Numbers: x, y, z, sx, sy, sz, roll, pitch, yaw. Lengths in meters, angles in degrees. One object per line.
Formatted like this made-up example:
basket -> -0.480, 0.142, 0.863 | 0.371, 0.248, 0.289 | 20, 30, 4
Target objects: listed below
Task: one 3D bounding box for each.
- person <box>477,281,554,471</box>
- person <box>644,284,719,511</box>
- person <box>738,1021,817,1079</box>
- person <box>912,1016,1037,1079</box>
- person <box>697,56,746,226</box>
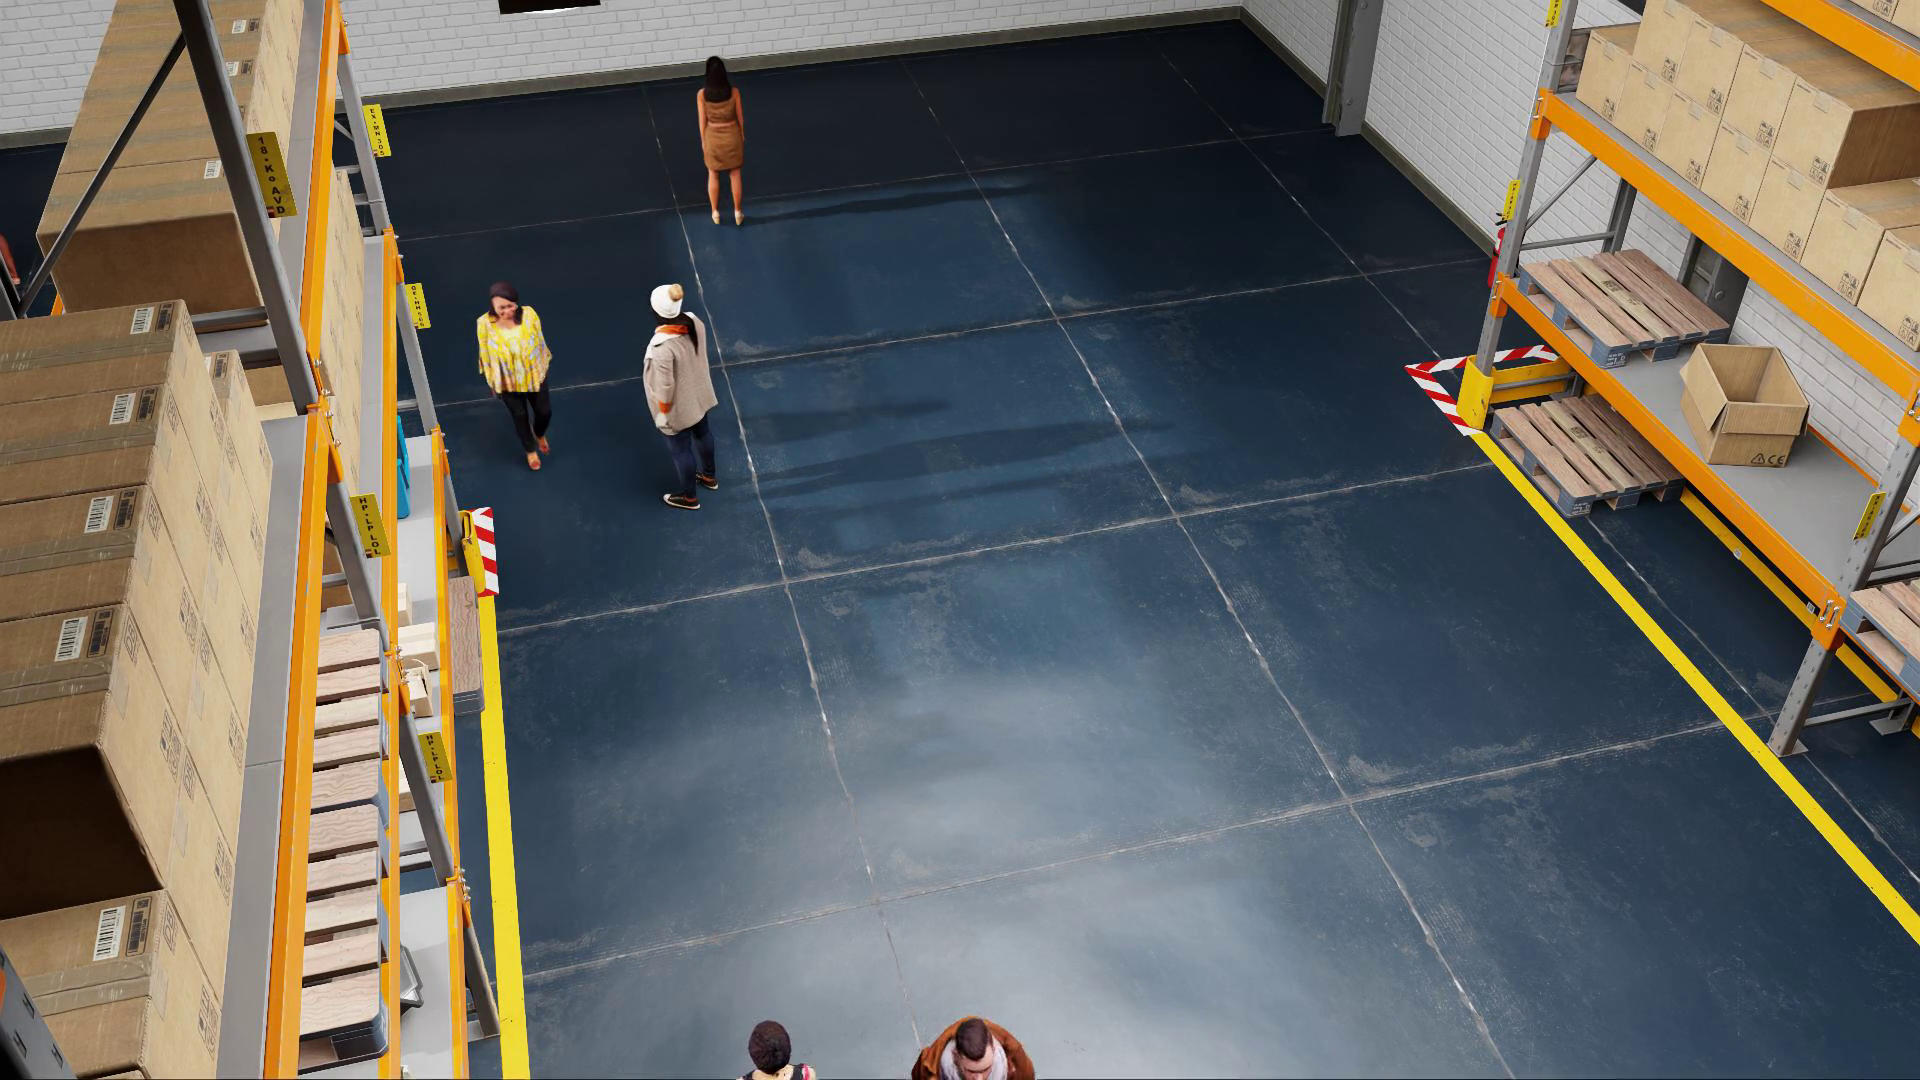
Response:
person -> -3.374, -1.281, 12.671 | 0.767, 1.642, 0.794 | -17, 42, -20
person -> -2.038, -1.082, 12.224 | 0.876, 1.889, 0.806 | 17, 42, 20
person -> -0.833, 2.804, 7.653 | 0.581, 1.520, 1.008 | -12, 40, -15
person -> 0.034, 2.658, 7.629 | 0.768, 1.778, 1.148 | -8, 39, -10
person -> -2.222, -3.752, 15.731 | 0.582, 1.685, 0.547 | -5, 39, -7
